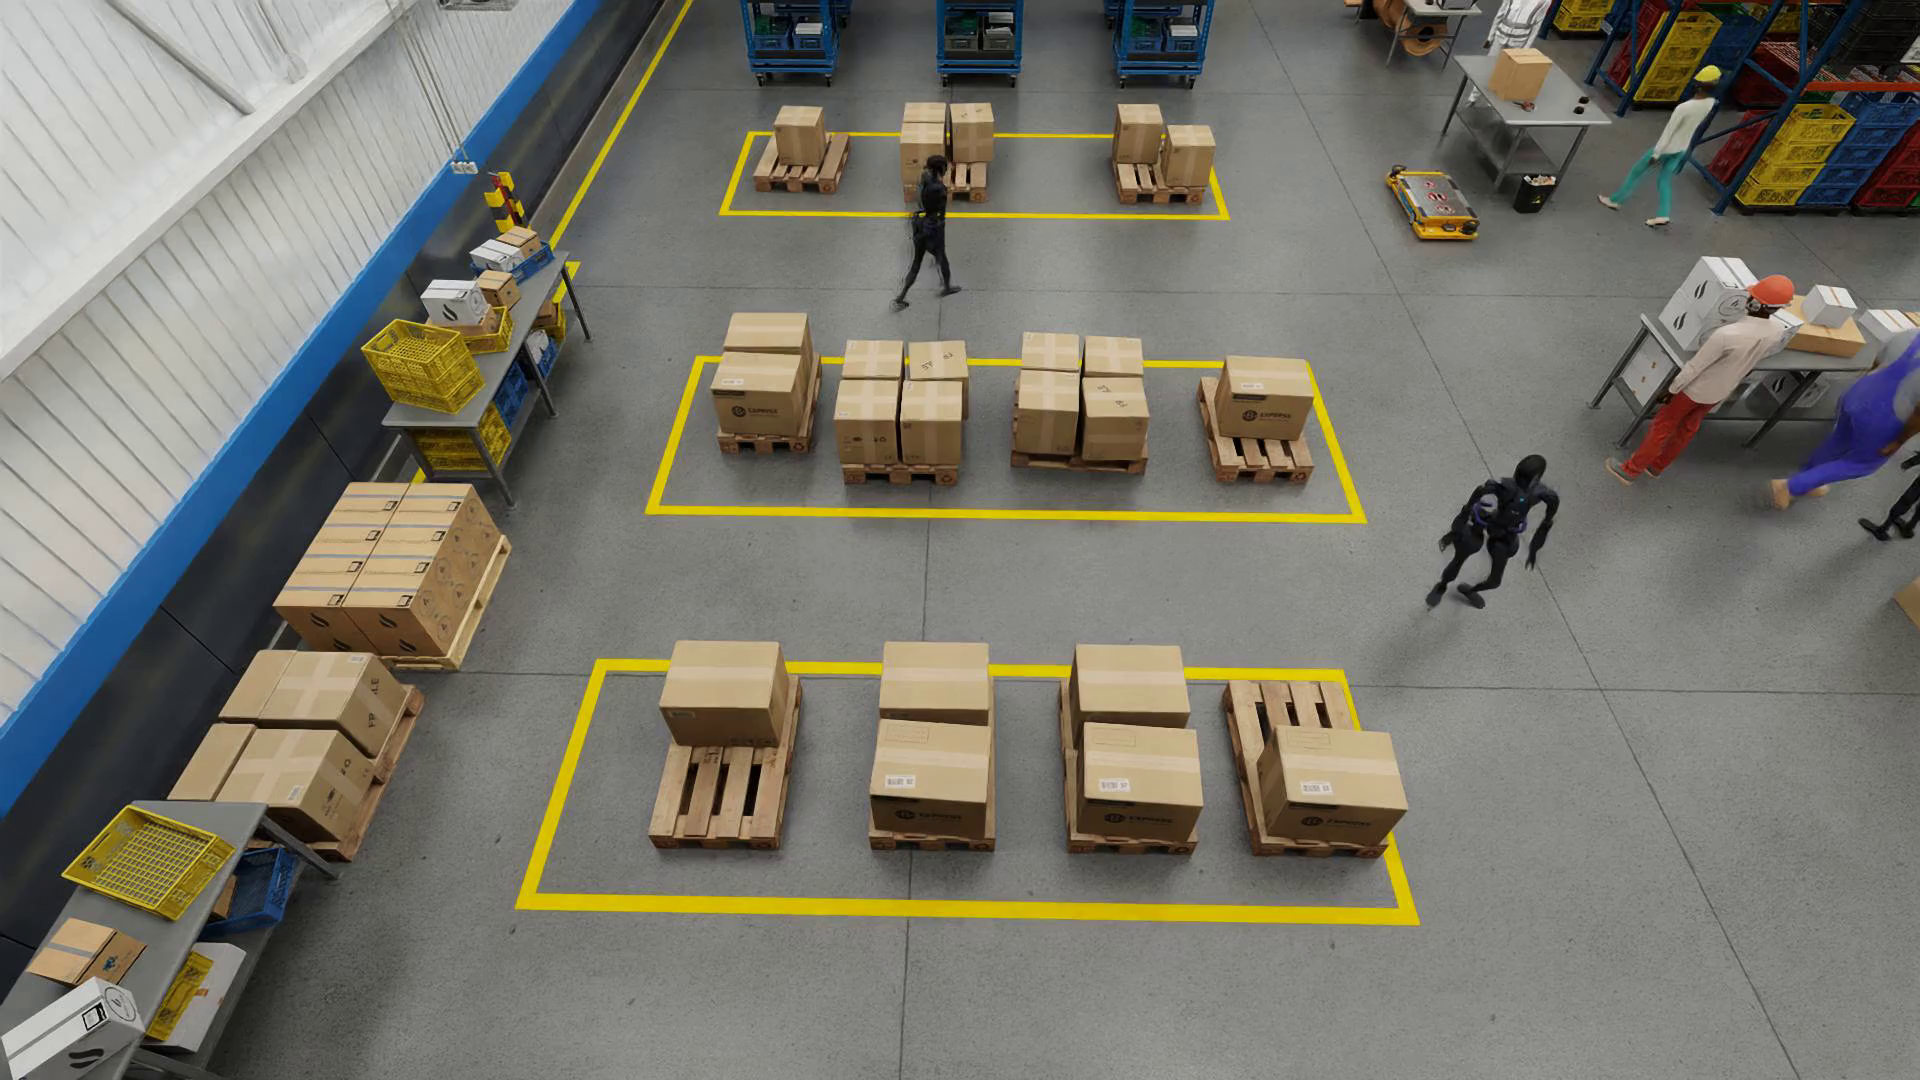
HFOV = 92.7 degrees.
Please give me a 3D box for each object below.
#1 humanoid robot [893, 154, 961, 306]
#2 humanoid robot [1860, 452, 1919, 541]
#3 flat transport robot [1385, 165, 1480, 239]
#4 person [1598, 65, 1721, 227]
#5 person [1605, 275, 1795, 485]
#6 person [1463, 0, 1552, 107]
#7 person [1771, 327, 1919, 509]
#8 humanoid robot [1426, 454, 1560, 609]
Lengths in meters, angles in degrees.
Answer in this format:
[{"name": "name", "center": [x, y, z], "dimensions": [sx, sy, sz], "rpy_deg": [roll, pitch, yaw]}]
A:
[{"name": "humanoid robot", "center": [-0.354, -3.123, 9.349], "dimensions": [0.769, 1.648, 0.551], "rpy_deg": [-29, 55, -23]}, {"name": "humanoid robot", "center": [7.832, -0.643, 7.159], "dimensions": [0.627, 1.649, 0.325], "rpy_deg": [-2, 49, -2]}, {"name": "flat transport robot", "center": [5.692, -4.094, 11.059], "dimensions": [0.652, 0.197, 1.431], "rpy_deg": [1, 49, 1]}, {"name": "person", "center": [8.110, -4.469, 10.428], "dimensions": [0.522, 1.723, 0.839], "rpy_deg": [-12, 50, -10]}, {"name": "person", "center": [6.064, -1.261, 7.494], "dimensions": [0.616, 1.990, 0.394], "rpy_deg": [-9, 50, -8]}, {"name": "person", "center": [7.331, -6.661, 12.229], "dimensions": [0.572, 1.886, 0.354], "rpy_deg": [30, 56, 24]}, {"name": "person", "center": [7.269, -1.012, 7.239], "dimensions": [0.689, 2.000, 0.690], "rpy_deg": [2, 49, 2]}, {"name": "humanoid robot", "center": [3.870, -0.028, 6.627], "dimensions": [0.633, 1.643, 0.387], "rpy_deg": [16, 51, 13]}]
